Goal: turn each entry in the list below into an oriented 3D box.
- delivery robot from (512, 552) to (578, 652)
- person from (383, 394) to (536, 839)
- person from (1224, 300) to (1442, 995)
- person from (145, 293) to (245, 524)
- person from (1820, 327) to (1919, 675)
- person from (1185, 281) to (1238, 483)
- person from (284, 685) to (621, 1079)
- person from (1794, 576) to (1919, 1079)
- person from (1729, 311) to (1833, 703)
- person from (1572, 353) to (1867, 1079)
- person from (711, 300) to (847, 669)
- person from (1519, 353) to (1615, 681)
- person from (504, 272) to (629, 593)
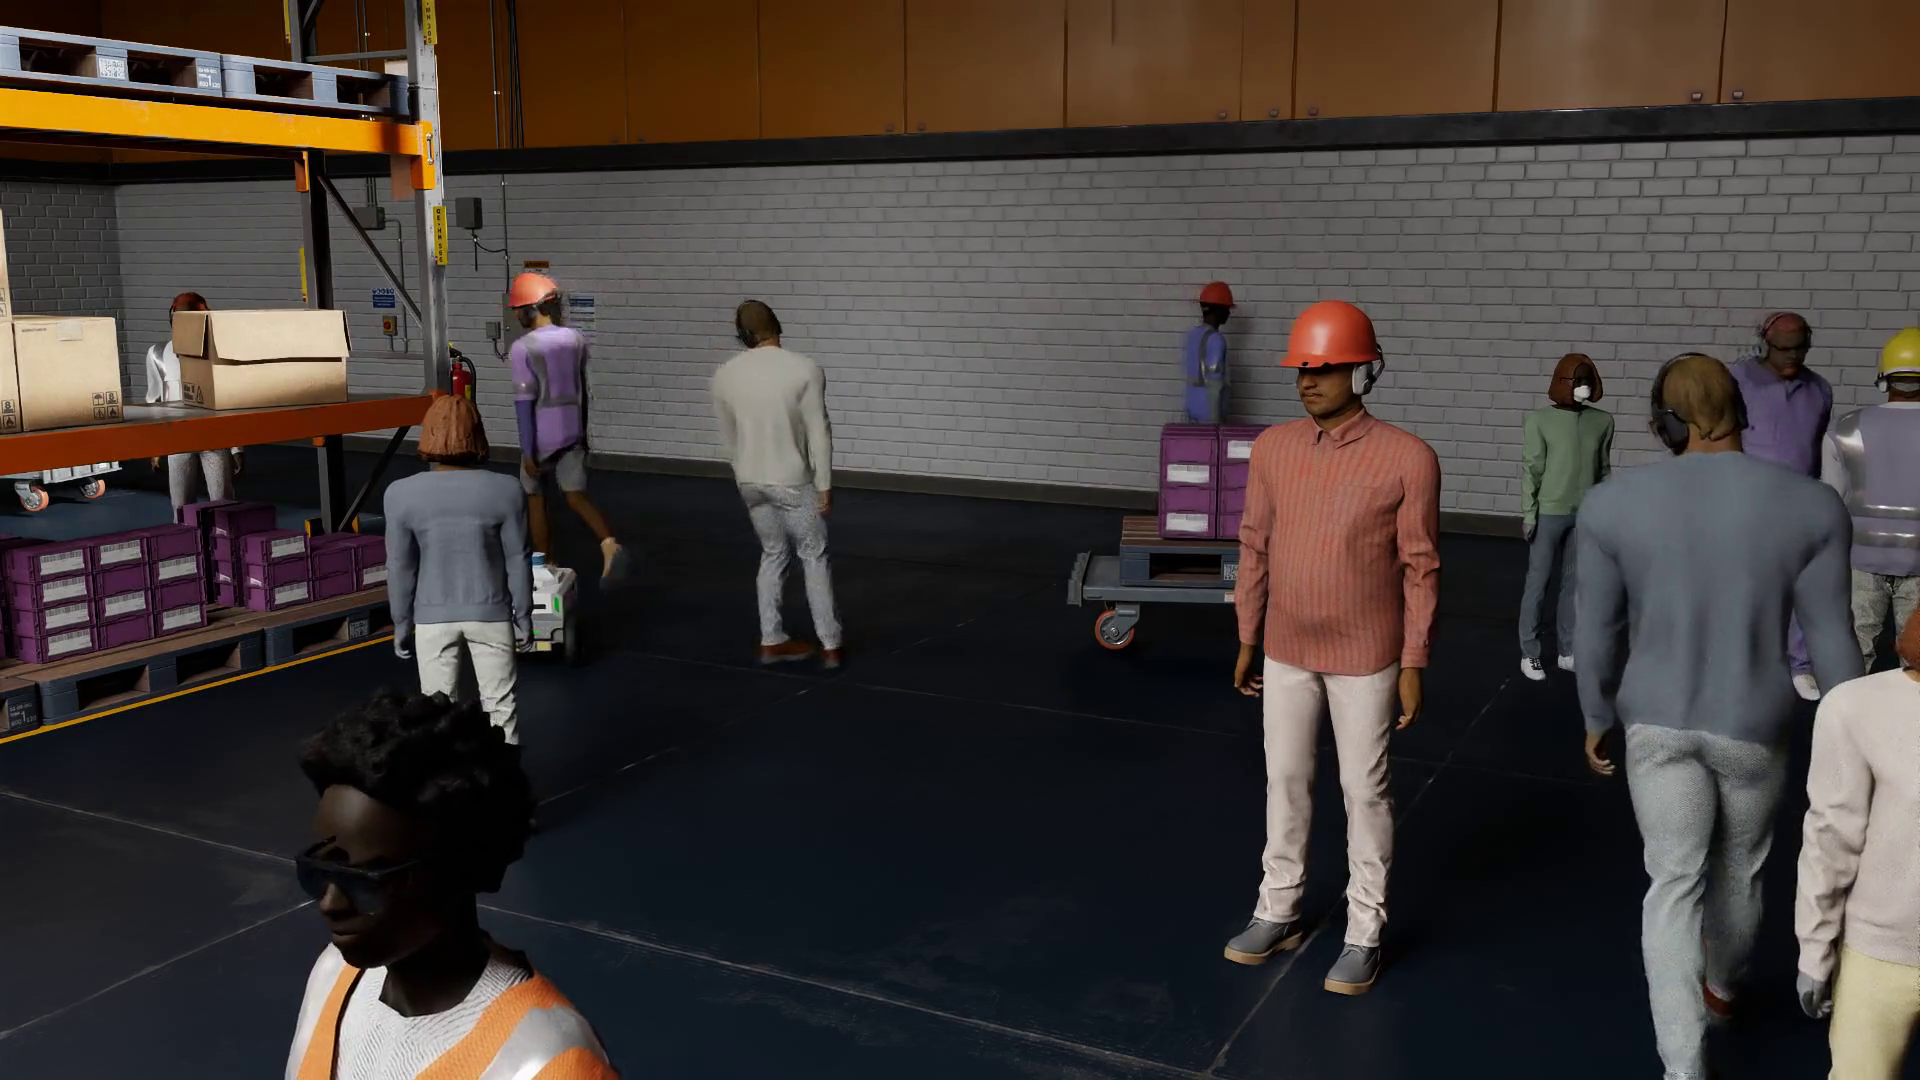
[{"bbox_3d":[-2.213,0.308,8.719,0.477,0.478,0.707,-1,10,-6],"label":"delivery robot"},{"bbox_3d":[-1.763,0.301,5.908,0.498,1.634,0.284,-2,10,-9],"label":"person"},{"bbox_3d":[1.059,0.311,4.804,0.623,1.992,0.396,8,13,40],"label":"person"},{"bbox_3d":[-4.711,-0.579,10.285,0.576,1.884,0.355,-2,10,-12],"label":"person"},{"bbox_3d":[3.732,0.074,6.638,0.590,1.837,0.404,6,11,30],"label":"person"},{"bbox_3d":[1.870,-0.988,12.578,0.654,1.929,0.557,-2,10,-14],"label":"person"},{"bbox_3d":[-0.539,0.982,1.780,0.541,1.696,0.315,9,13,41],"label":"person"},{"bbox_3d":[1.818,0.791,3.098,0.493,1.626,0.286,3,10,18],"label":"person"},{"bbox_3d":[3.908,-0.193,8.141,0.654,1.858,0.797,-1,10,-4],"label":"person"},{"bbox_3d":[1.923,0.466,4.262,0.706,1.870,0.944,4,10,20],"label":"person"},{"bbox_3d":[-0.934,-0.275,8.534,0.691,1.887,0.413,4,11,24],"label":"person"},{"bbox_3d":[3.030,-0.114,8.316,0.500,1.633,0.280,-3,10,-15],"label":"person"},{"bbox_3d":[-2.449,-0.636,10.261,0.882,2.013,0.638,7,12,34],"label":"person"}]
